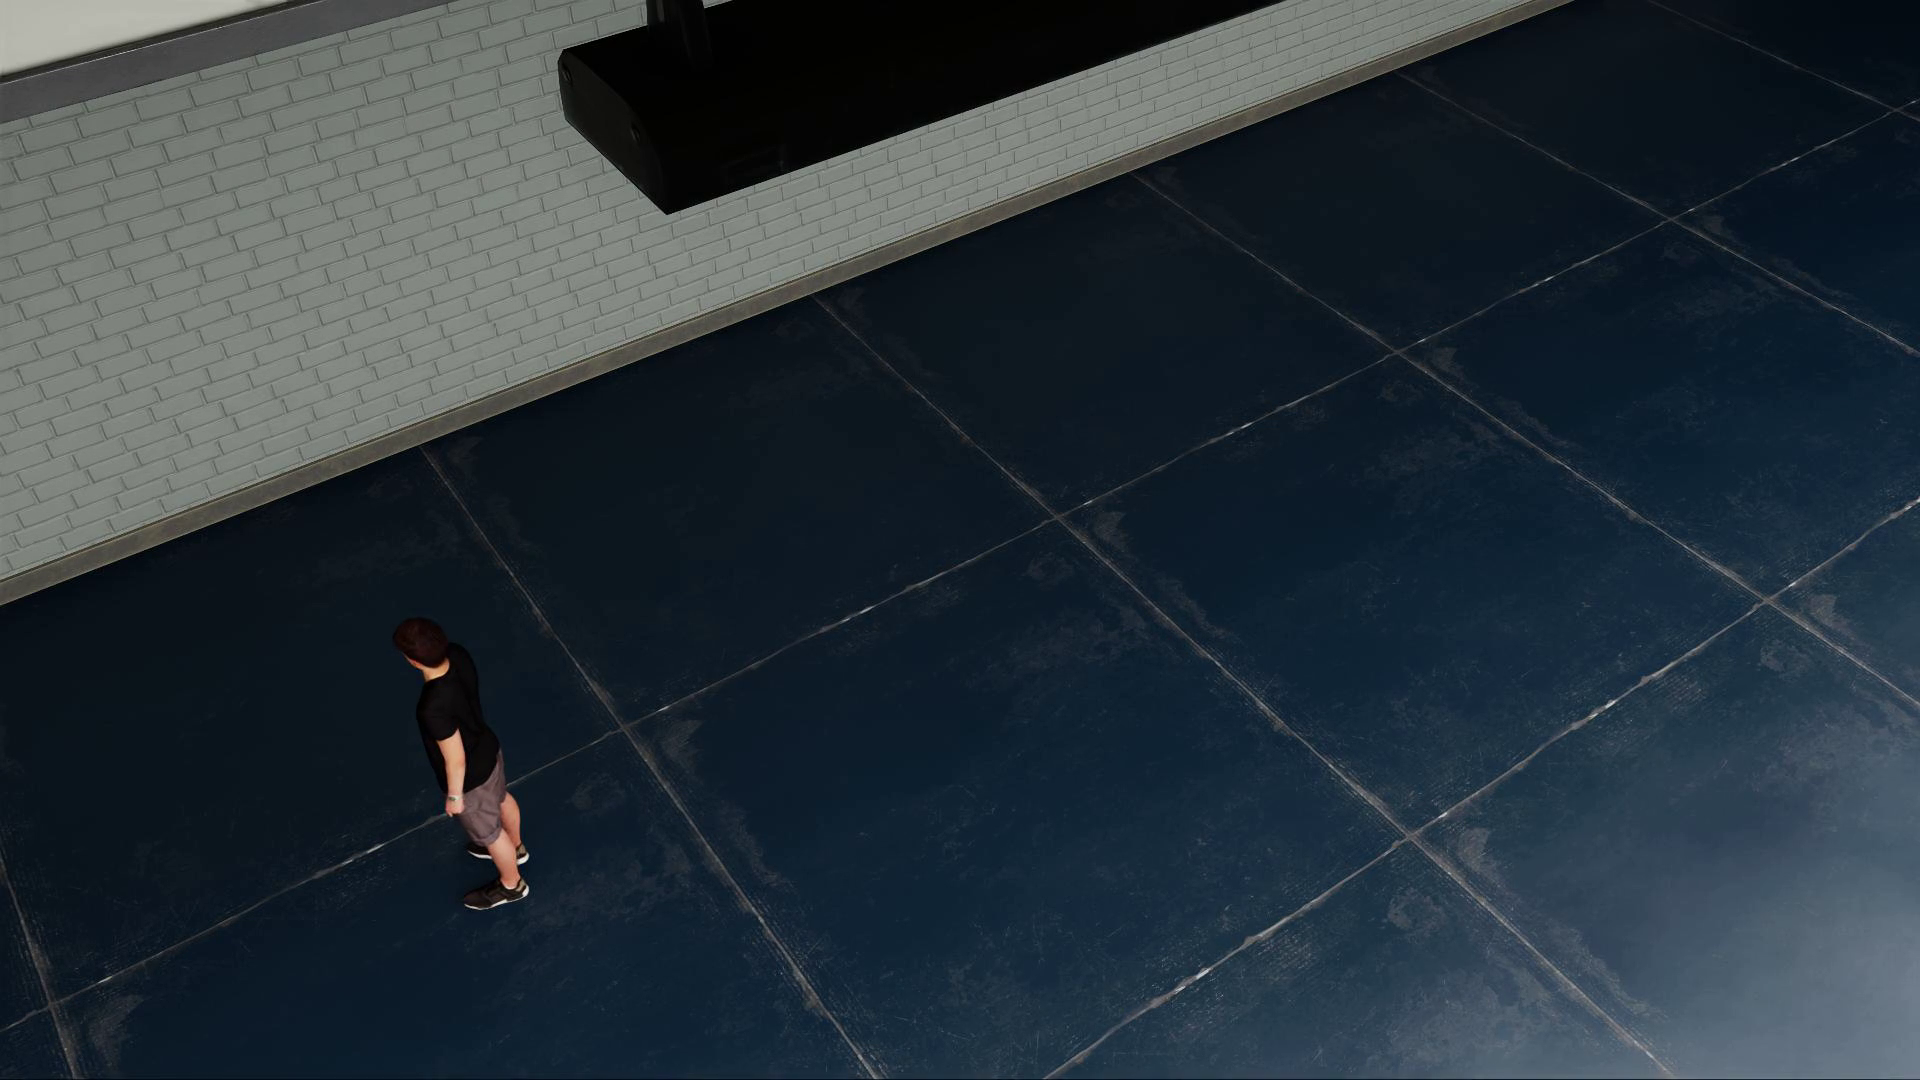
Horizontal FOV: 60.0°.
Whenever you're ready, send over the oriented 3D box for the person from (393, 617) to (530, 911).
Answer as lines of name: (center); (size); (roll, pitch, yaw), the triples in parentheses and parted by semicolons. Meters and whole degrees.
person: (-2.299, 1.030, 7.774); (0.823, 1.861, 0.708); (-3, 43, -3)
